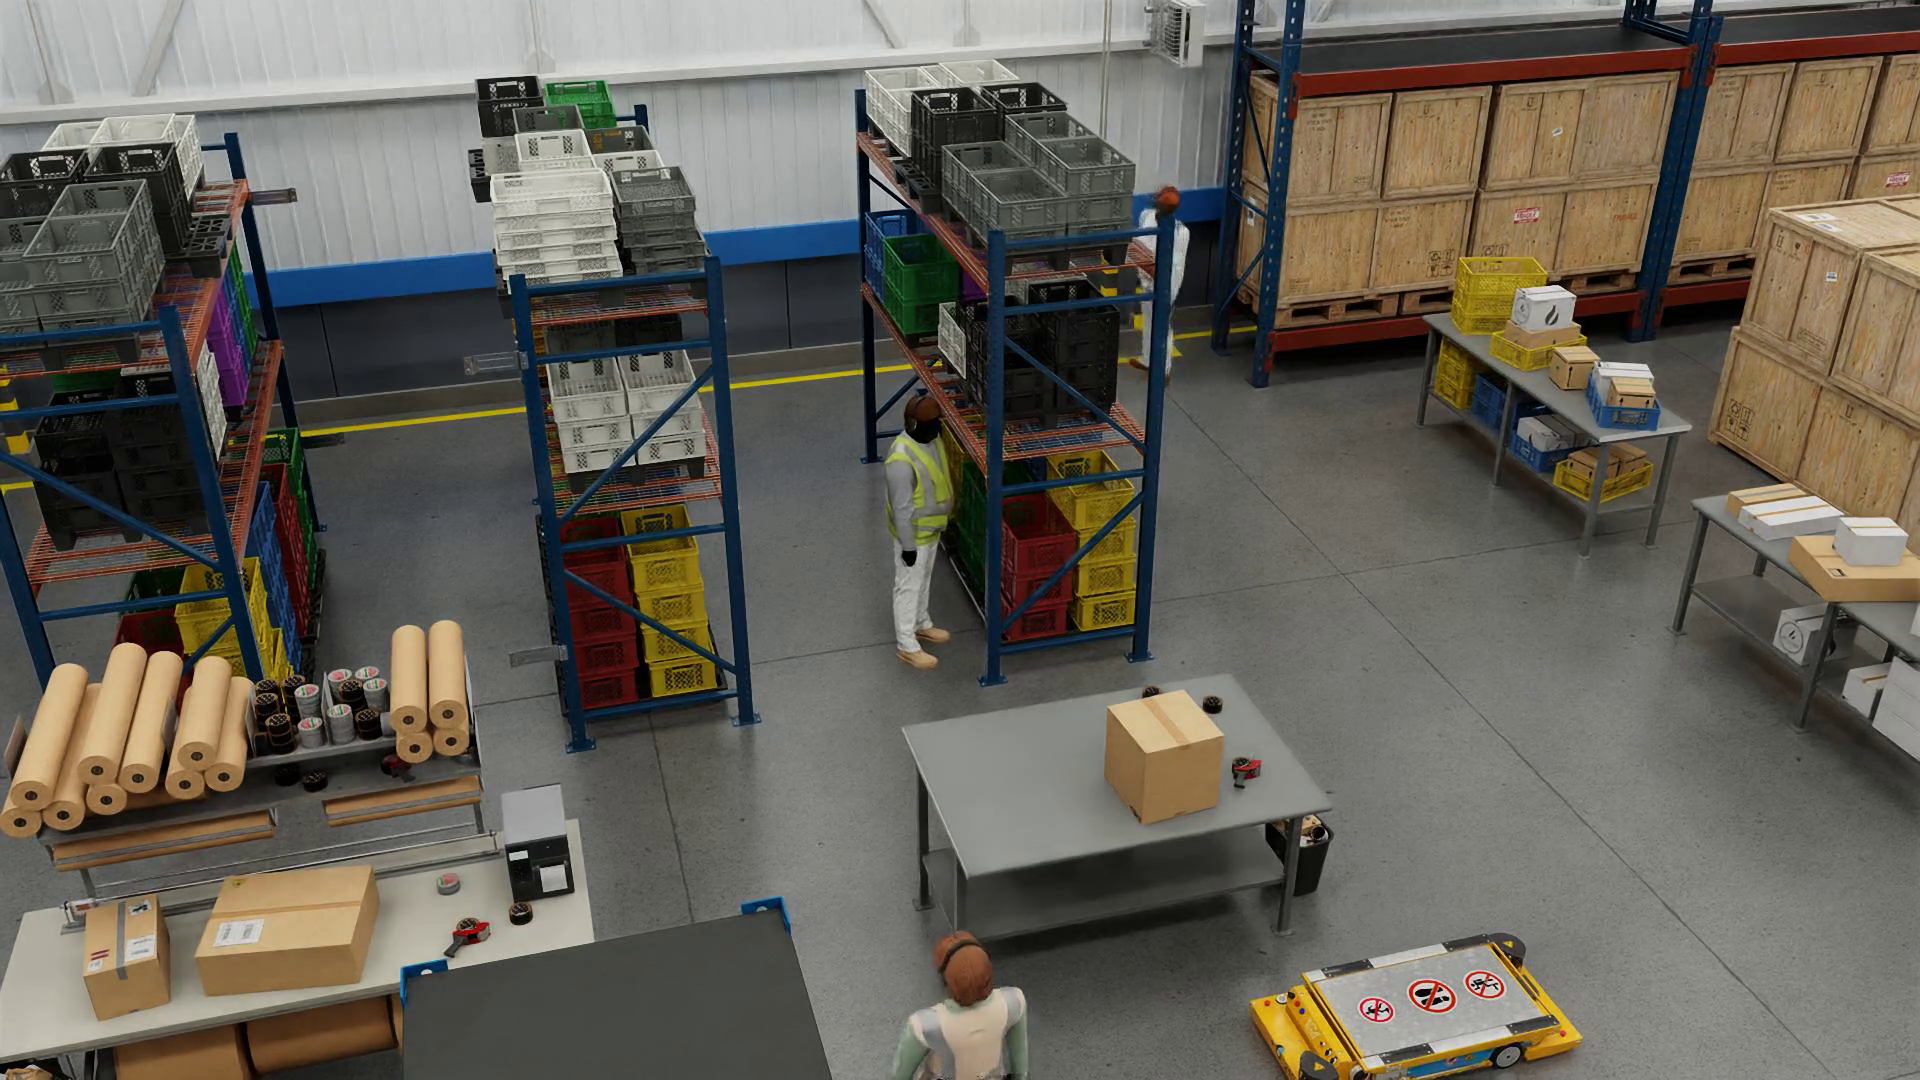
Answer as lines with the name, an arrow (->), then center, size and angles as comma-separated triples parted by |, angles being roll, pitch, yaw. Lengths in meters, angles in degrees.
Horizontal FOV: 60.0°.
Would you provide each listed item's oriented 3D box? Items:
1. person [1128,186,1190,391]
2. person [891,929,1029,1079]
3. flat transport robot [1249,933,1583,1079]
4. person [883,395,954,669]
person -> 1.705, -2.248, 14.607 | 0.357, 1.857, 0.745 | -17, 33, -28
person -> 0.000, 2.215, 6.708 | 0.541, 1.623, 0.451 | -15, 32, -25
flat transport robot -> 2.184, 2.282, 7.980 | 1.431, 0.197, 0.652 | -8, 30, -14
person -> -0.249, -0.076, 10.658 | 0.430, 1.840, 0.622 | 9, 30, 16
